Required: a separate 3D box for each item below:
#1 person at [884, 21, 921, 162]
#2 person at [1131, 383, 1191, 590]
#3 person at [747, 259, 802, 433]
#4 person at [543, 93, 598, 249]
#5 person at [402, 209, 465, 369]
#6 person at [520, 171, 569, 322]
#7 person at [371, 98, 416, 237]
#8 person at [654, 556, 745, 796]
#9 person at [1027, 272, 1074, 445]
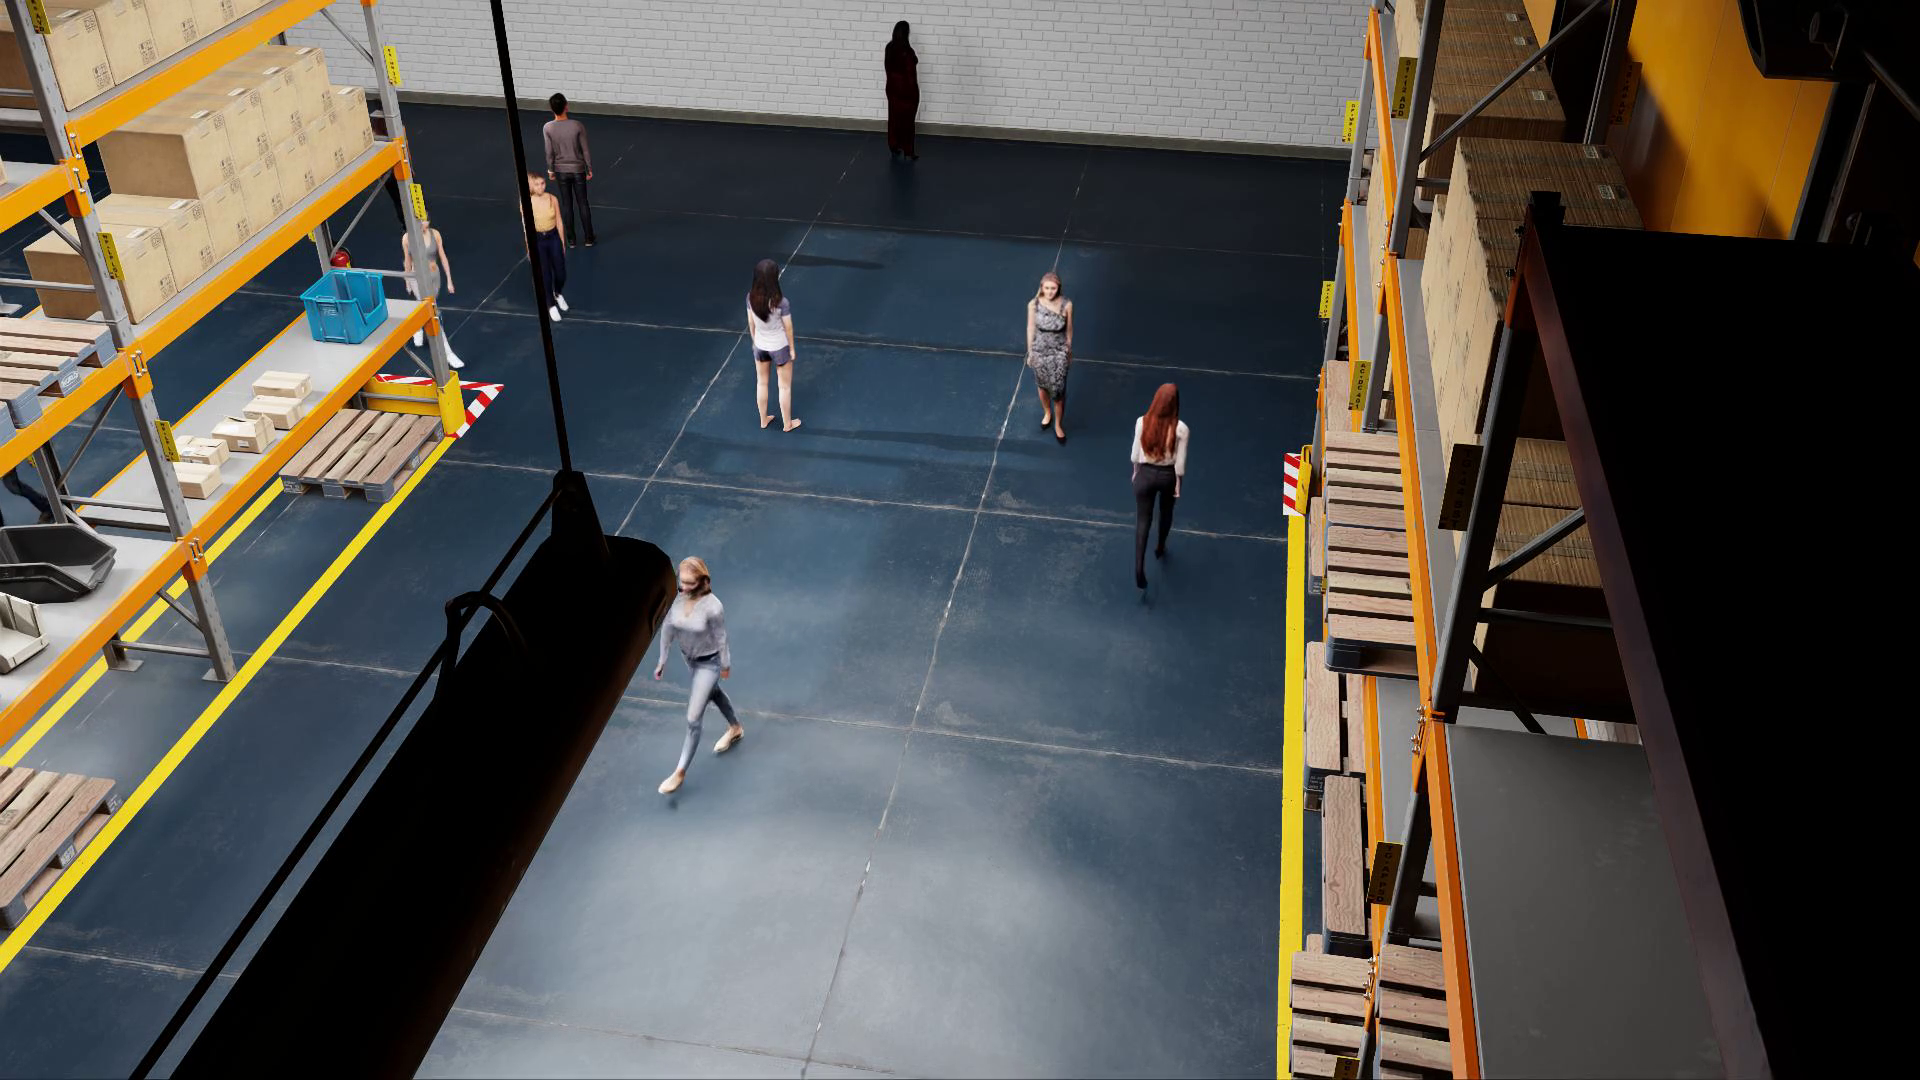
[{"bbox_3d":[-0.750,-5.733,21.222,0.793,1.752,0.767,-29,43,-36],"label":"person"},{"bbox_3d":[1.552,-0.403,13.223,0.679,1.729,1.117,8,35,12],"label":"person"},{"bbox_3d":[-1.736,-1.797,15.342,0.640,1.706,0.592,13,36,18],"label":"person"},{"bbox_3d":[-4.438,-4.192,18.890,0.641,1.766,0.711,5,34,7],"label":"person"},{"bbox_3d":[-5.360,-2.563,16.551,1.156,1.642,1.118,-25,41,-33],"label":"person"},{"bbox_3d":[-4.362,-3.097,17.376,0.691,1.619,0.742,-15,37,-22],"label":"person"},{"bbox_3d":[-6.411,-4.166,18.931,0.697,1.678,0.760,-21,39,-28],"label":"person"},{"bbox_3d":[-1.716,0.805,11.387,0.924,1.749,1.216,21,39,28],"label":"person"},{"bbox_3d":[0.831,-1.727,15.272,0.572,1.666,0.725,7,34,10],"label":"person"}]
